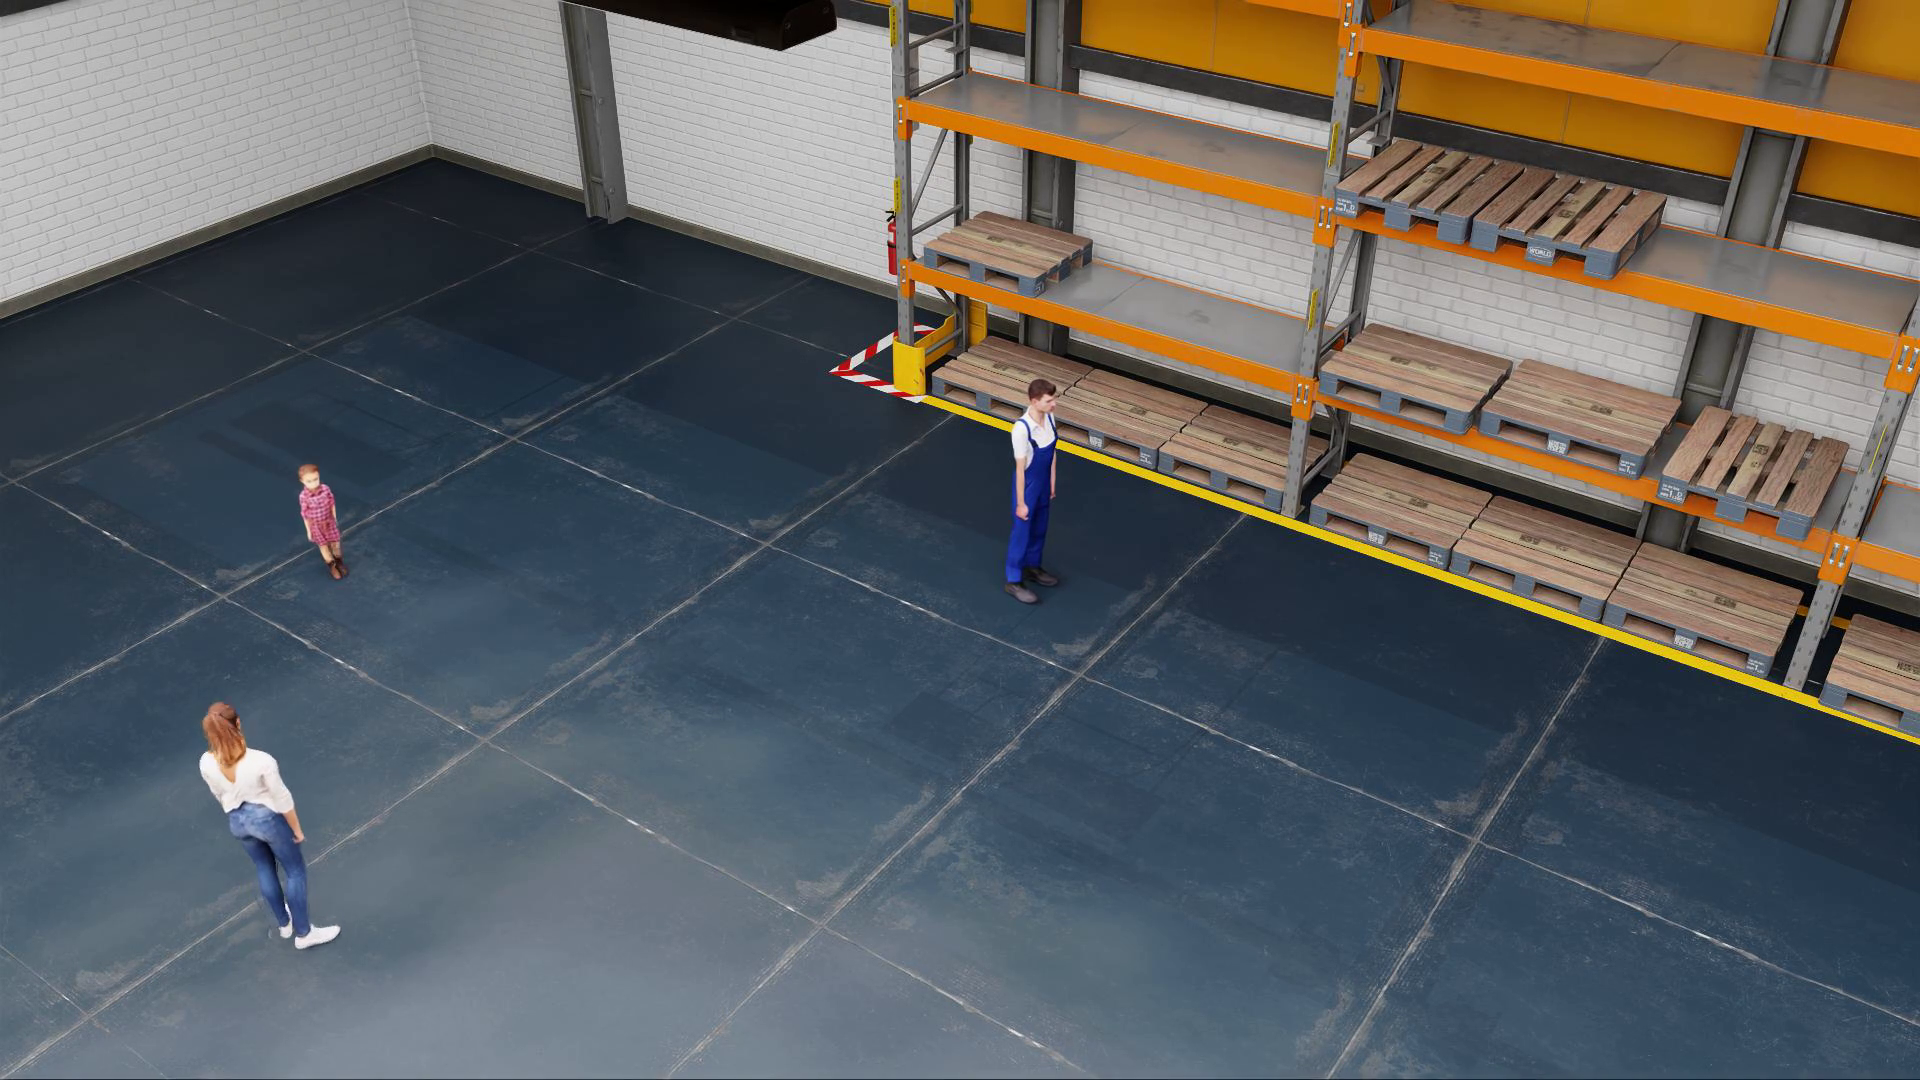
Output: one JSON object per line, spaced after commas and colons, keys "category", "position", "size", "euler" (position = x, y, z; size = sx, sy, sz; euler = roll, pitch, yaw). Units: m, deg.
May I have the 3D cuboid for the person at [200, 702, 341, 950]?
{"category": "person", "position": [-4.025, 1.659, 9.601], "size": [0.688, 1.719, 0.846], "euler": [8, 34, 12]}

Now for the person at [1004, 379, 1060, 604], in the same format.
{"category": "person", "position": [0.541, -0.407, 12.594], "size": [0.554, 1.847, 0.625], "euler": [24, 40, 31]}

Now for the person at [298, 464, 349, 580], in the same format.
{"category": "person", "position": [-4.996, -0.163, 12.980], "size": [0.480, 1.013, 0.505], "euler": [-21, 39, -28]}
